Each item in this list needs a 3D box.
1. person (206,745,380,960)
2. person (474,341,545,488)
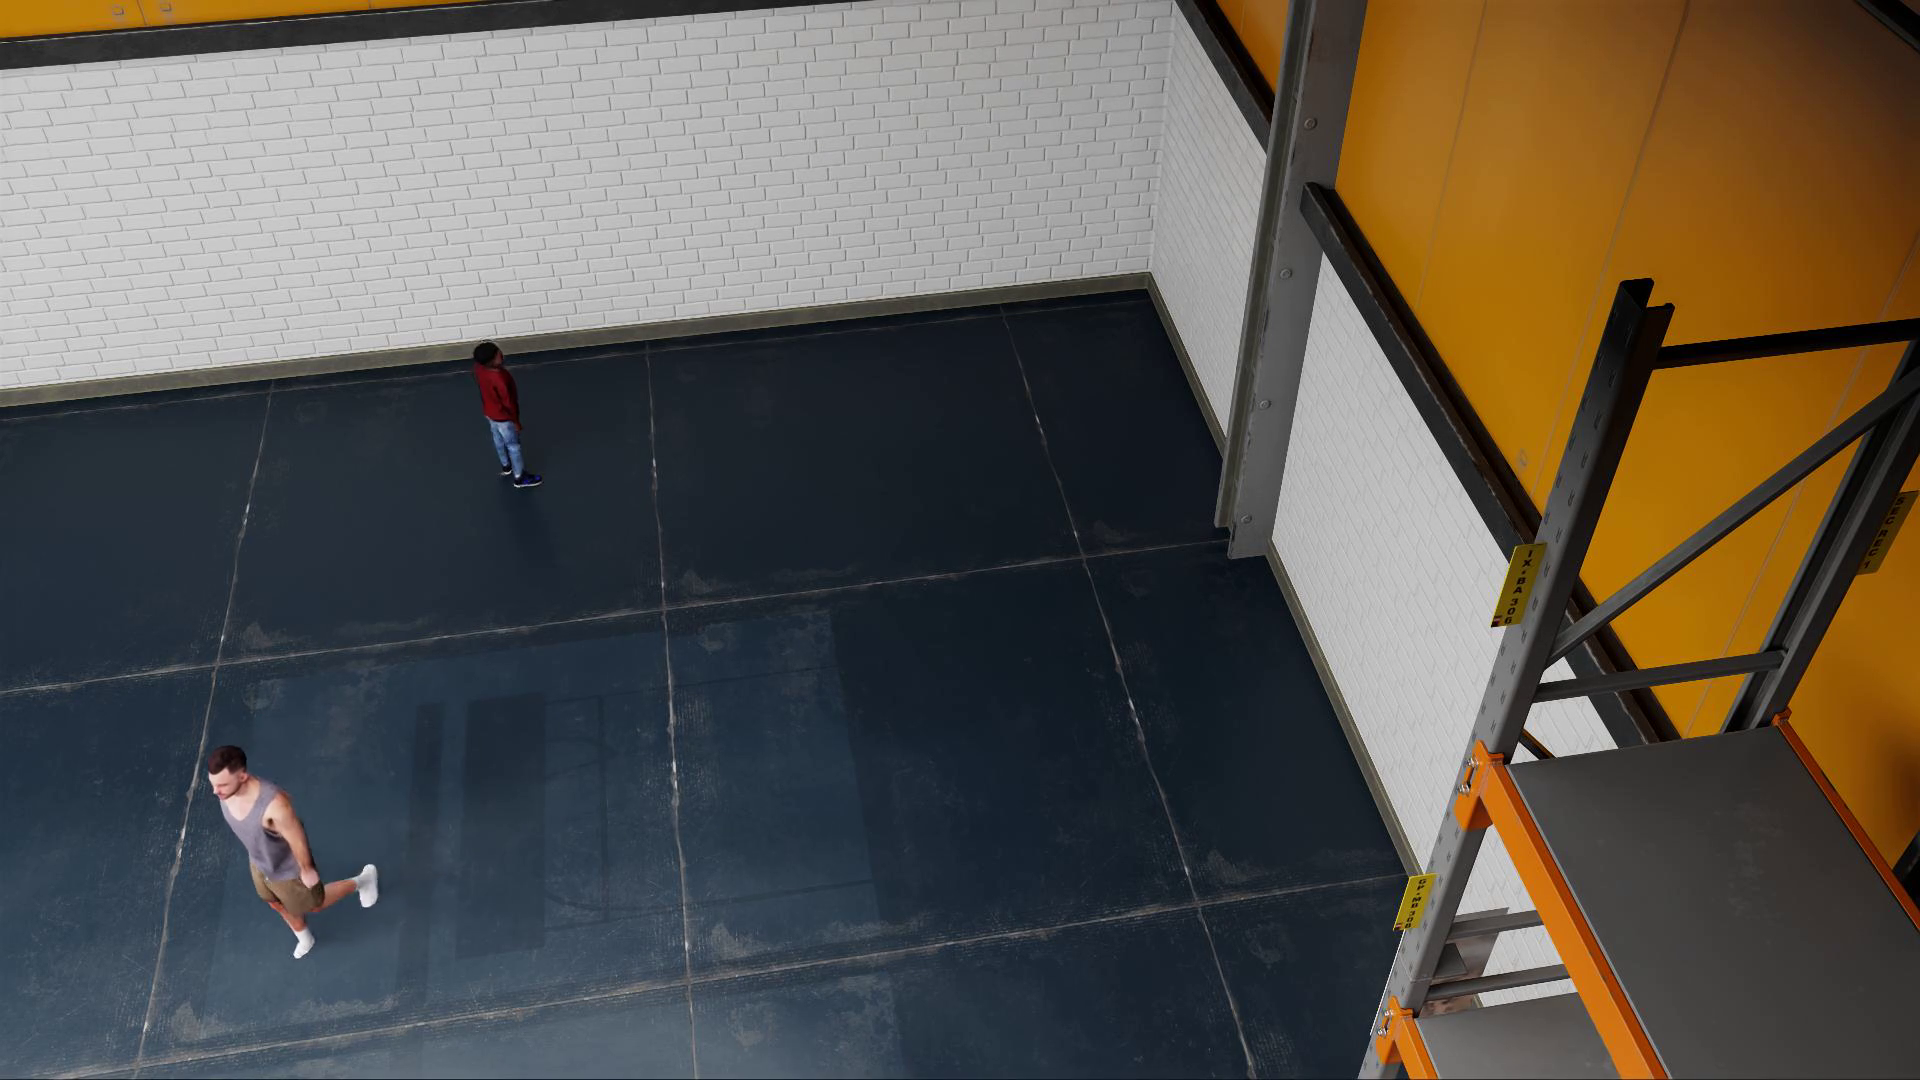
[{"bbox_3d":[-3.689,1.678,9.176,0.978,1.828,1.087,21,47,20],"label":"person"},{"bbox_3d":[-3.382,-0.957,12.209,0.599,1.252,0.696,25,49,24],"label":"person"}]
